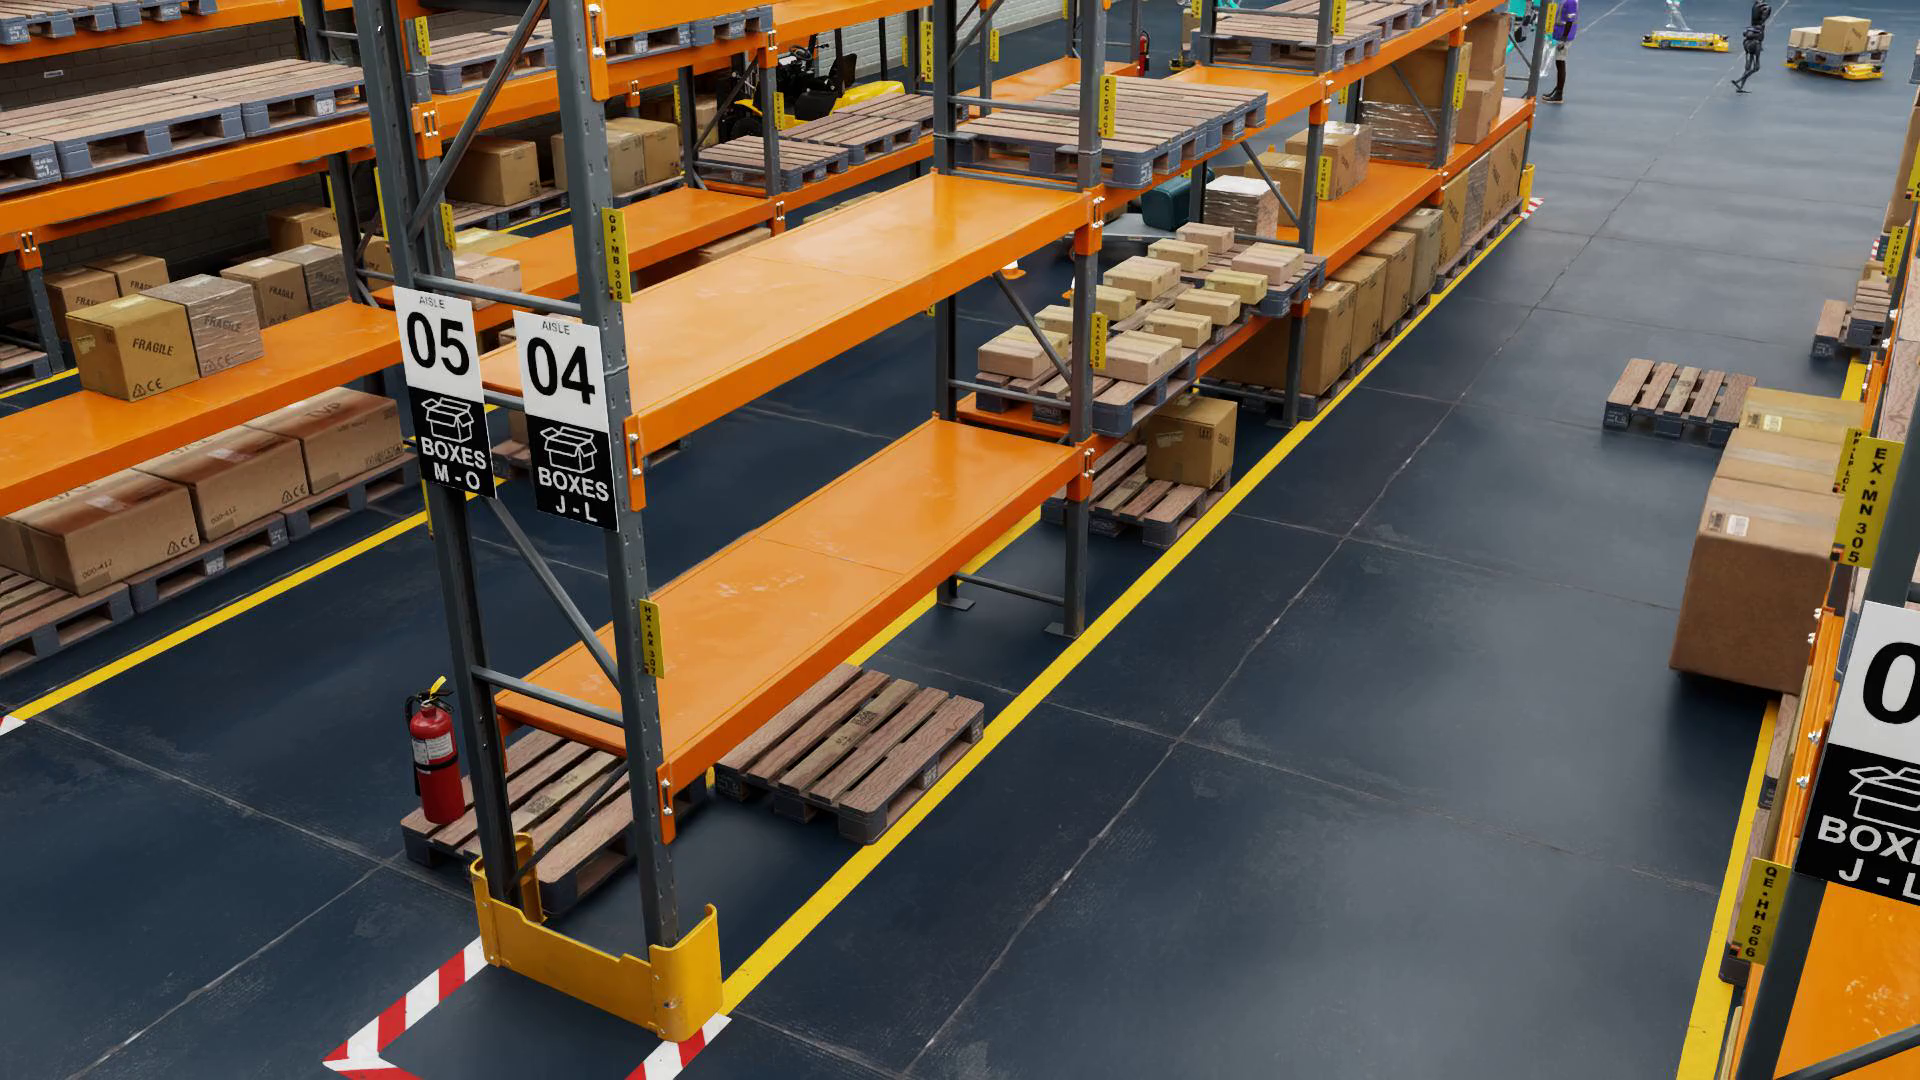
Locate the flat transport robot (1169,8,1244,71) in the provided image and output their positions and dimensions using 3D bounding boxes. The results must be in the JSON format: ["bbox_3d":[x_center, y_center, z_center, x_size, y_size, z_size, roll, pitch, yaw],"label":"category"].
[{"bbox_3d":[4.263,-8.046,28.061,1.431,0.231,0.659,2,26,5],"label":"flat transport robot"}]

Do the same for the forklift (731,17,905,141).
[{"bbox_3d":[-1.819,-5.975,21.543,2.313,2.155,1.214,14,29,26],"label":"forklift"}]

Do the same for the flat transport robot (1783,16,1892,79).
[{"bbox_3d":[14.647,-7.934,27.828,0.659,0.231,1.431,-11,28,-22],"label":"flat transport robot"}]

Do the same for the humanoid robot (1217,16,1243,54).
[{"bbox_3d":[3.652,-6.419,23.054,0.600,1.645,0.369,20,32,35],"label":"humanoid robot"}]

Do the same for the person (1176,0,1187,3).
[{"bbox_3d":[4.919,-12.394,35.228,1.044,1.884,0.643,-22,33,-38],"label":"person"}]

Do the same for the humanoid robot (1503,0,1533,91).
[{"bbox_3d":[8.505,-7.863,25.971,0.669,1.787,0.532,-12,28,-23],"label":"humanoid robot"}]

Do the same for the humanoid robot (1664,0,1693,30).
[{"bbox_3d":[13.725,-10.528,31.558,0.917,1.760,0.556,-1,26,-3],"label":"humanoid robot"}]

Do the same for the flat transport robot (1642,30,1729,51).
[{"bbox_3d":[13.135,-9.036,30.117,1.431,0.231,0.659,10,27,20],"label":"flat transport robot"}]

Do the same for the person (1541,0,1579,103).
[{"bbox_3d":[9.174,-7.666,25.316,0.361,1.963,0.613,8,27,16],"label":"person"}]

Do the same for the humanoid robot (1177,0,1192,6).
[{"bbox_3d":[4.575,-11.767,33.946,0.735,1.677,0.533,-18,31,-33],"label":"humanoid robot"}]

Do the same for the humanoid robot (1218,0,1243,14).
[{"bbox_3d":[4.925,-10.020,30.561,0.676,1.881,0.545,-17,30,-31],"label":"humanoid robot"}]

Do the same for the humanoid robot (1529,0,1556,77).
[{"bbox_3d":[9.682,-8.521,27.319,0.717,1.758,0.536,-12,28,-23],"label":"humanoid robot"}]

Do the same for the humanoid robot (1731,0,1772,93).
[{"bbox_3d":[12.369,-7.827,25.994,0.415,1.642,0.610,4,26,8],"label":"humanoid robot"}]
